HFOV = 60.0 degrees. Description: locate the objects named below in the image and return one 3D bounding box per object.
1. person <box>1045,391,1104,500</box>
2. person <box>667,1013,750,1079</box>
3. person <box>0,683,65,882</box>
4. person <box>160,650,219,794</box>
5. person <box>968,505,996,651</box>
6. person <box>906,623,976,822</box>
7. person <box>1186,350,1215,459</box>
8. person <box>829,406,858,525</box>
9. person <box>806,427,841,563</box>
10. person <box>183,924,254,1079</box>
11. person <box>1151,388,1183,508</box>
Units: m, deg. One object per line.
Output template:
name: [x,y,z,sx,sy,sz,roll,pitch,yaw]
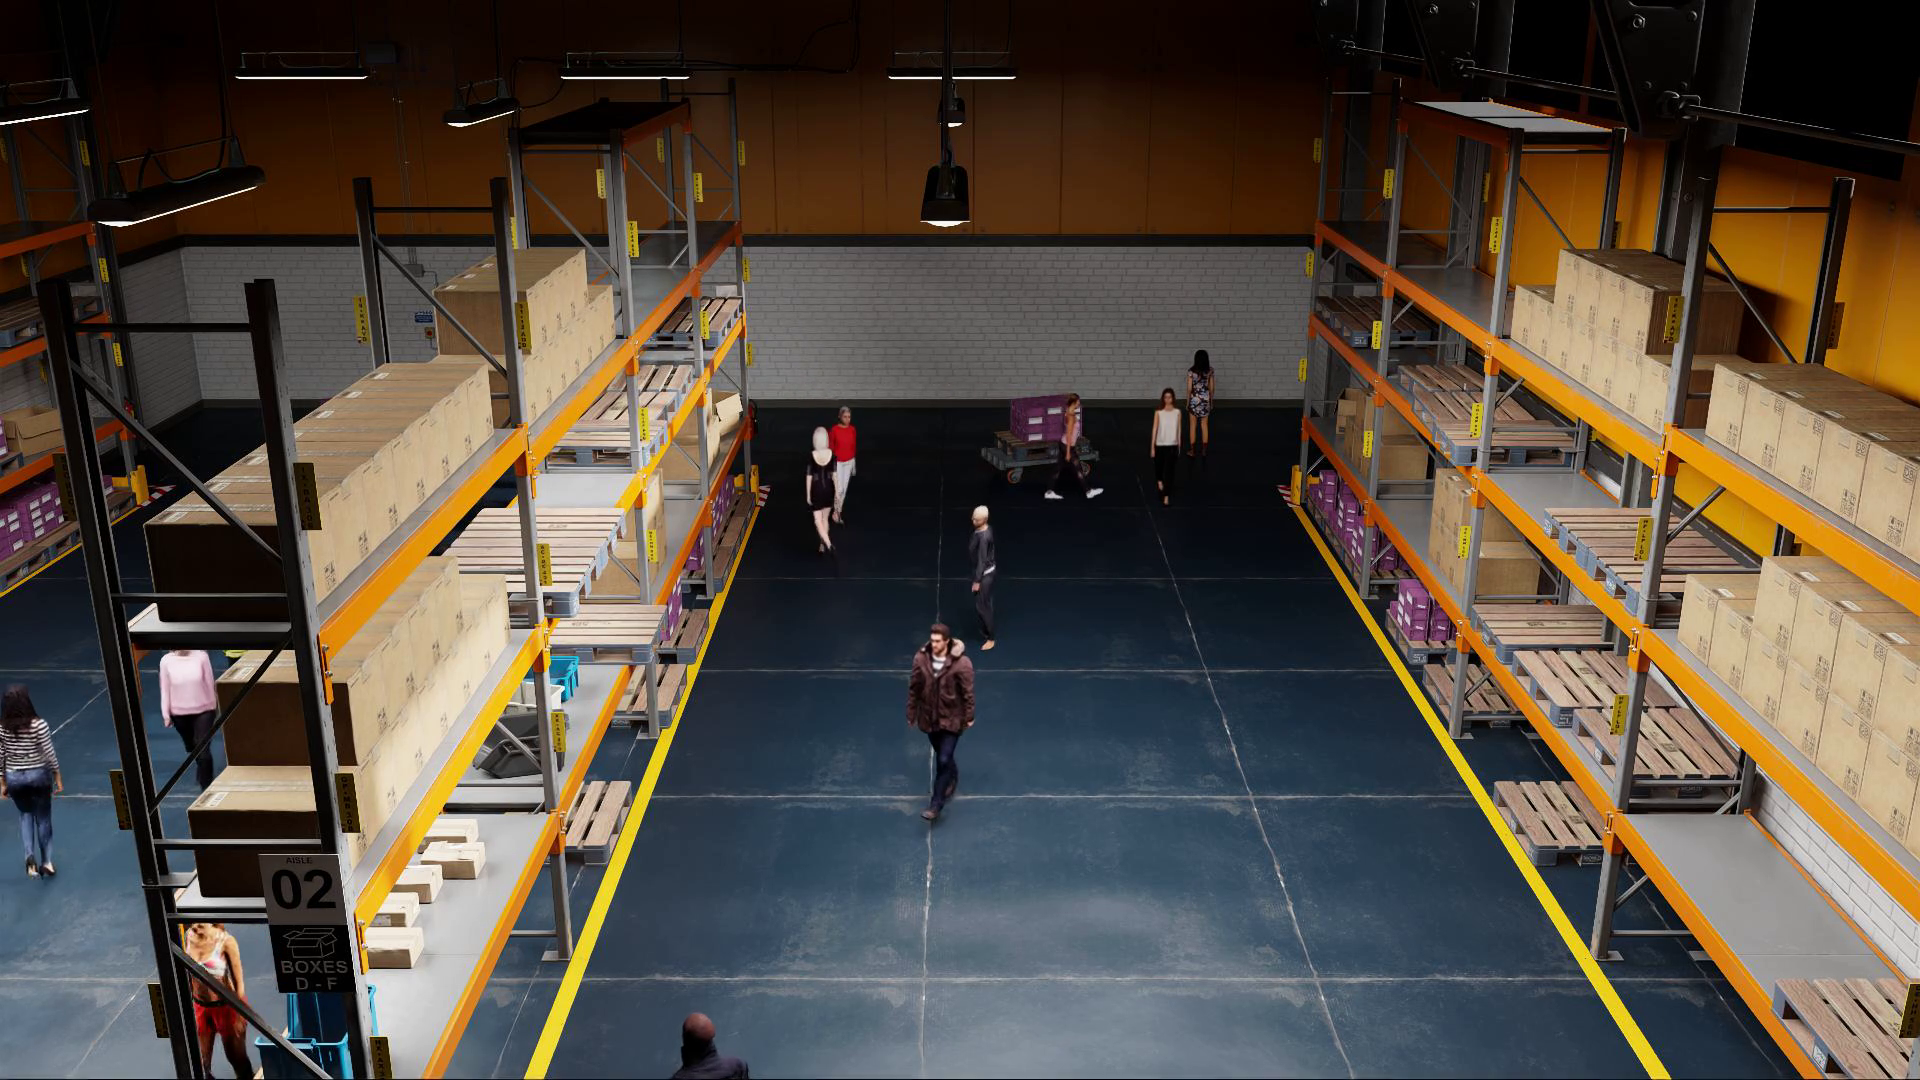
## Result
person: [1.483,-1.329,24.140,0.702,1.609,1.034,-2,19,-4]
person: [-1.409,3.539,9.412,1.288,1.784,1.233,18,25,42]
person: [-7.741,2.069,13.786,0.678,1.778,0.755,-4,19,-11]
person: [-7.139,1.569,15.467,0.861,1.651,1.186,-6,20,-17]
person: [0.288,0.354,19.007,0.838,1.696,0.490,6,19,17]
person: [-0.129,1.598,15.166,1.095,1.791,1.297,9,21,25]
person: [3.812,-2.177,26.458,0.604,1.738,0.539,-2,19,-5]
person: [-1.678,-1.061,23.243,0.678,1.674,0.717,-8,20,-22]
person: [-1.745,-0.541,21.495,0.881,1.805,1.152,-8,20,-22]
person: [-4.806,3.043,10.901,0.656,1.773,0.778,2,19,7]
person: [2.986,-1.365,24.112,0.616,1.696,1.046,1,19,3]
